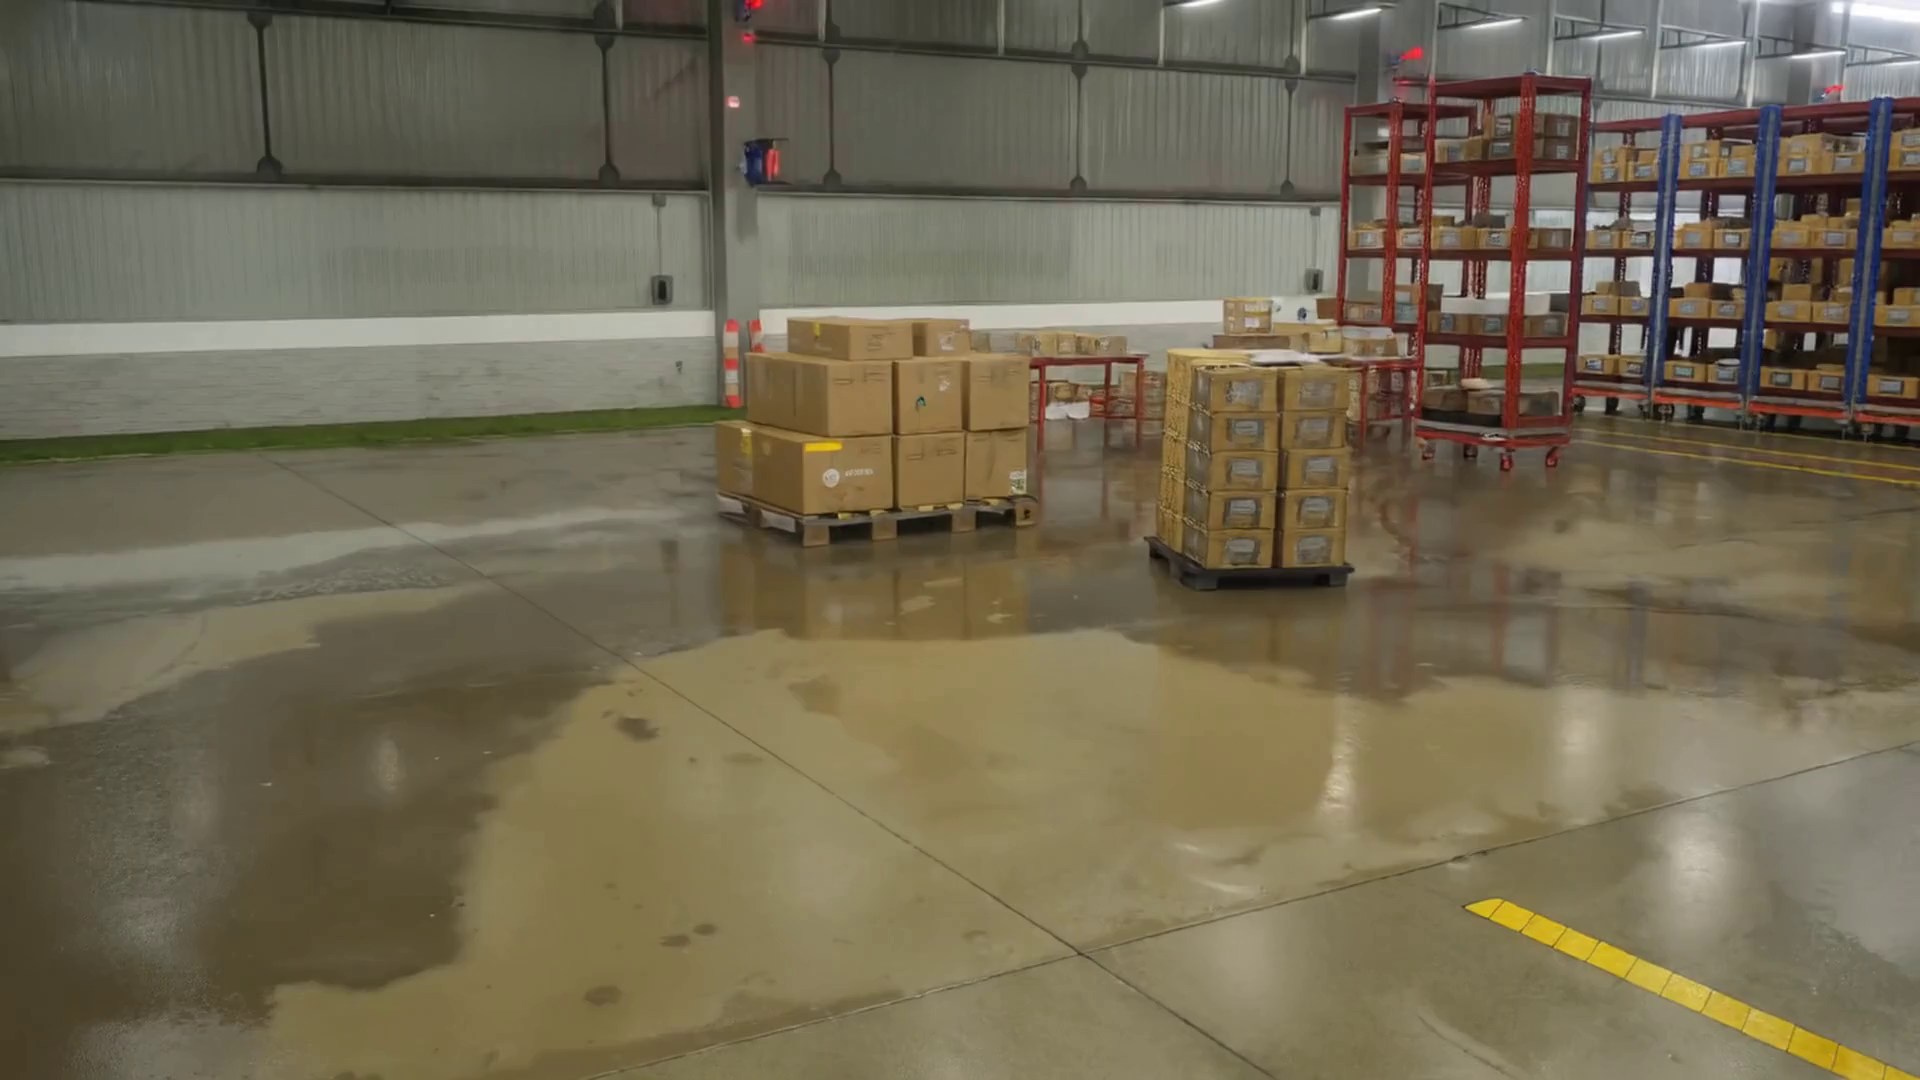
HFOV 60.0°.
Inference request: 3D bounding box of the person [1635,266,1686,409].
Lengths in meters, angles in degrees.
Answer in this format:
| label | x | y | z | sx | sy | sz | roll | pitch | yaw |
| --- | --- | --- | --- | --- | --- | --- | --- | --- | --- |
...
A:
| label | x | y | z | sx | sy | sz | roll | pitch | yaw |
| --- | --- | --- | --- | --- | --- | --- | --- | --- | --- |
| person | 8.963 | -2.575 | 21.201 | 0.390 | 1.839 | 0.564 | -10 | 14 | -43 |
